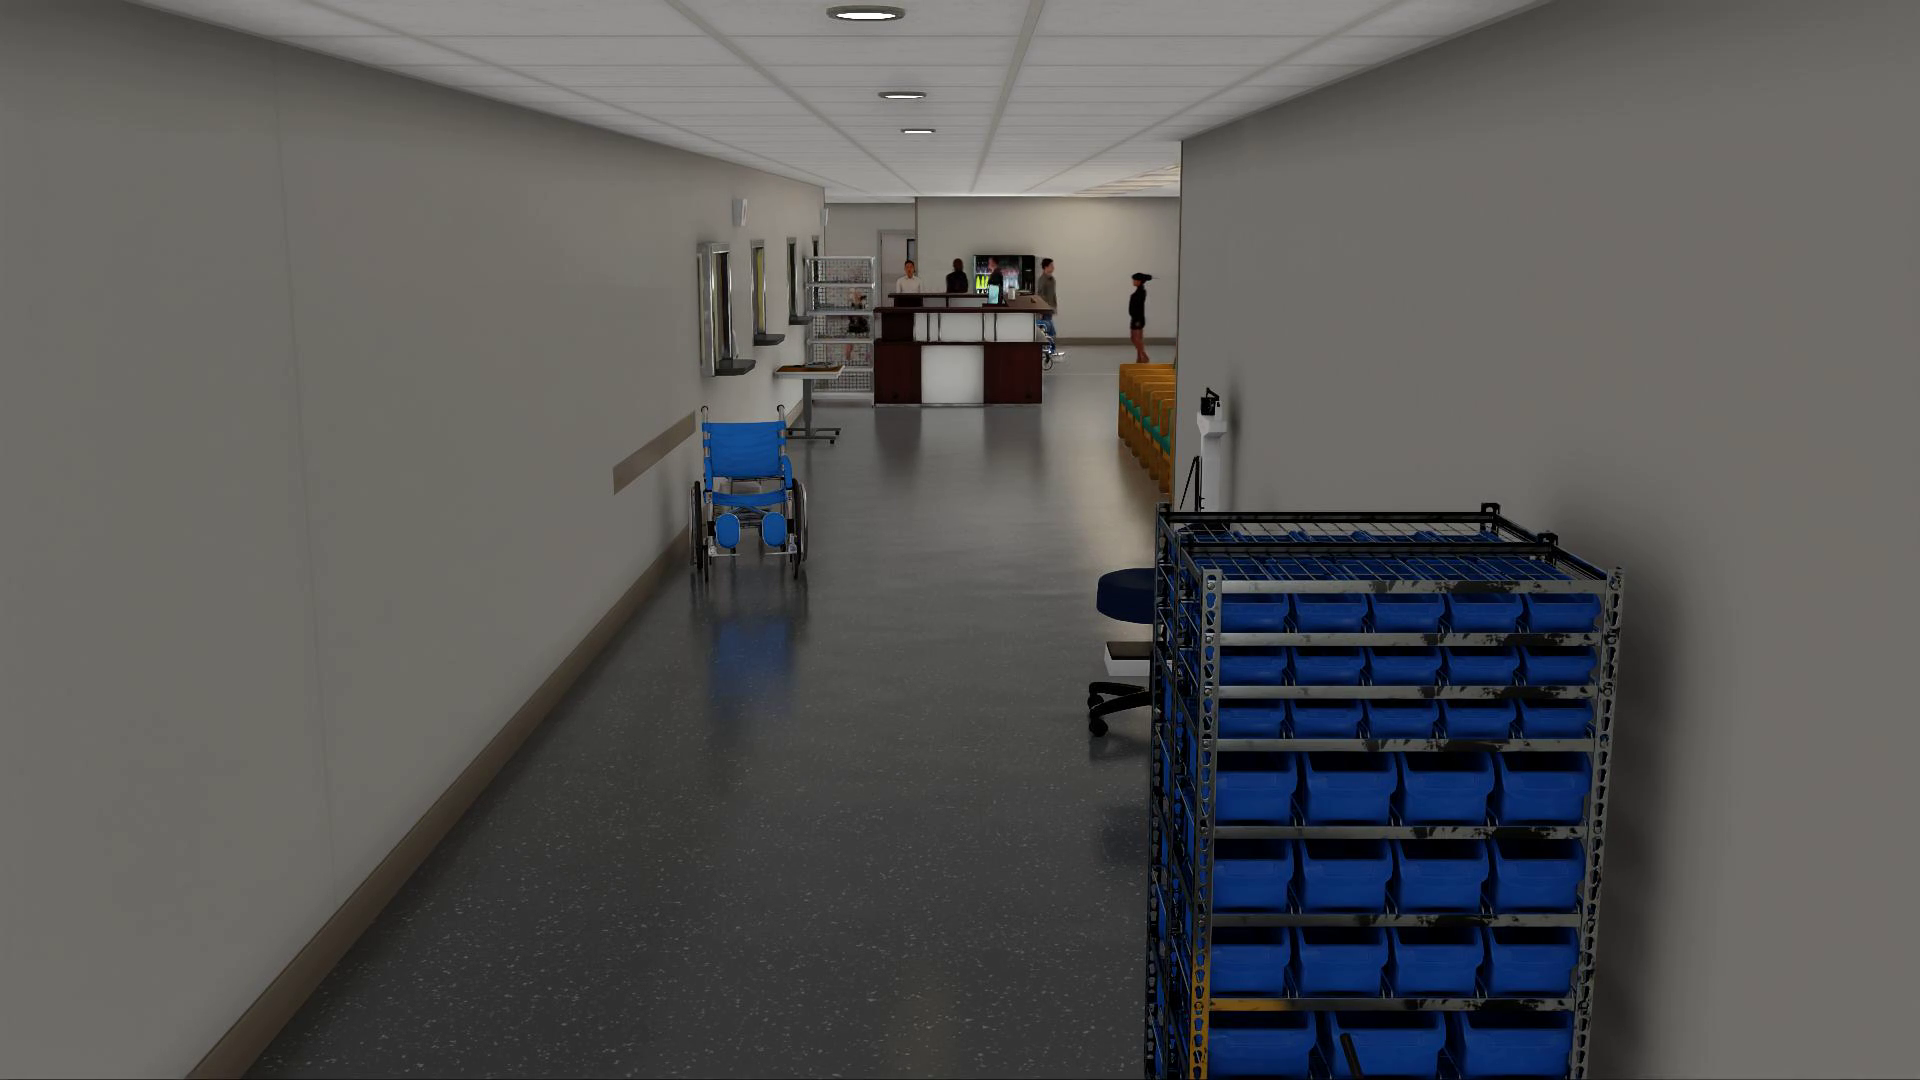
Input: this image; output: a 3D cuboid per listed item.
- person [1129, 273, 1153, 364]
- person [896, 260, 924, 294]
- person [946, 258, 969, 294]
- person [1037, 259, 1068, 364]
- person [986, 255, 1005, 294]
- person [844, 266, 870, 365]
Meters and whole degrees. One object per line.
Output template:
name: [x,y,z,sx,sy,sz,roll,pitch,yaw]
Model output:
person: [3.044,-3.692,28.119,0.671,1.636,0.641,3,11,13]
person: [-0.899,-4.114,29.876,0.522,1.811,0.749,-1,11,-6]
person: [-0.110,-4.380,31.285,0.974,1.808,1.033,-10,15,-42]
person: [1.423,-4.006,29.221,1.283,1.843,1.080,4,12,22]
person: [0.795,-4.665,32.800,1.139,1.802,0.761,1,11,4]
person: [-1.846,-3.784,28.345,0.871,1.732,0.755,-4,11,-18]
